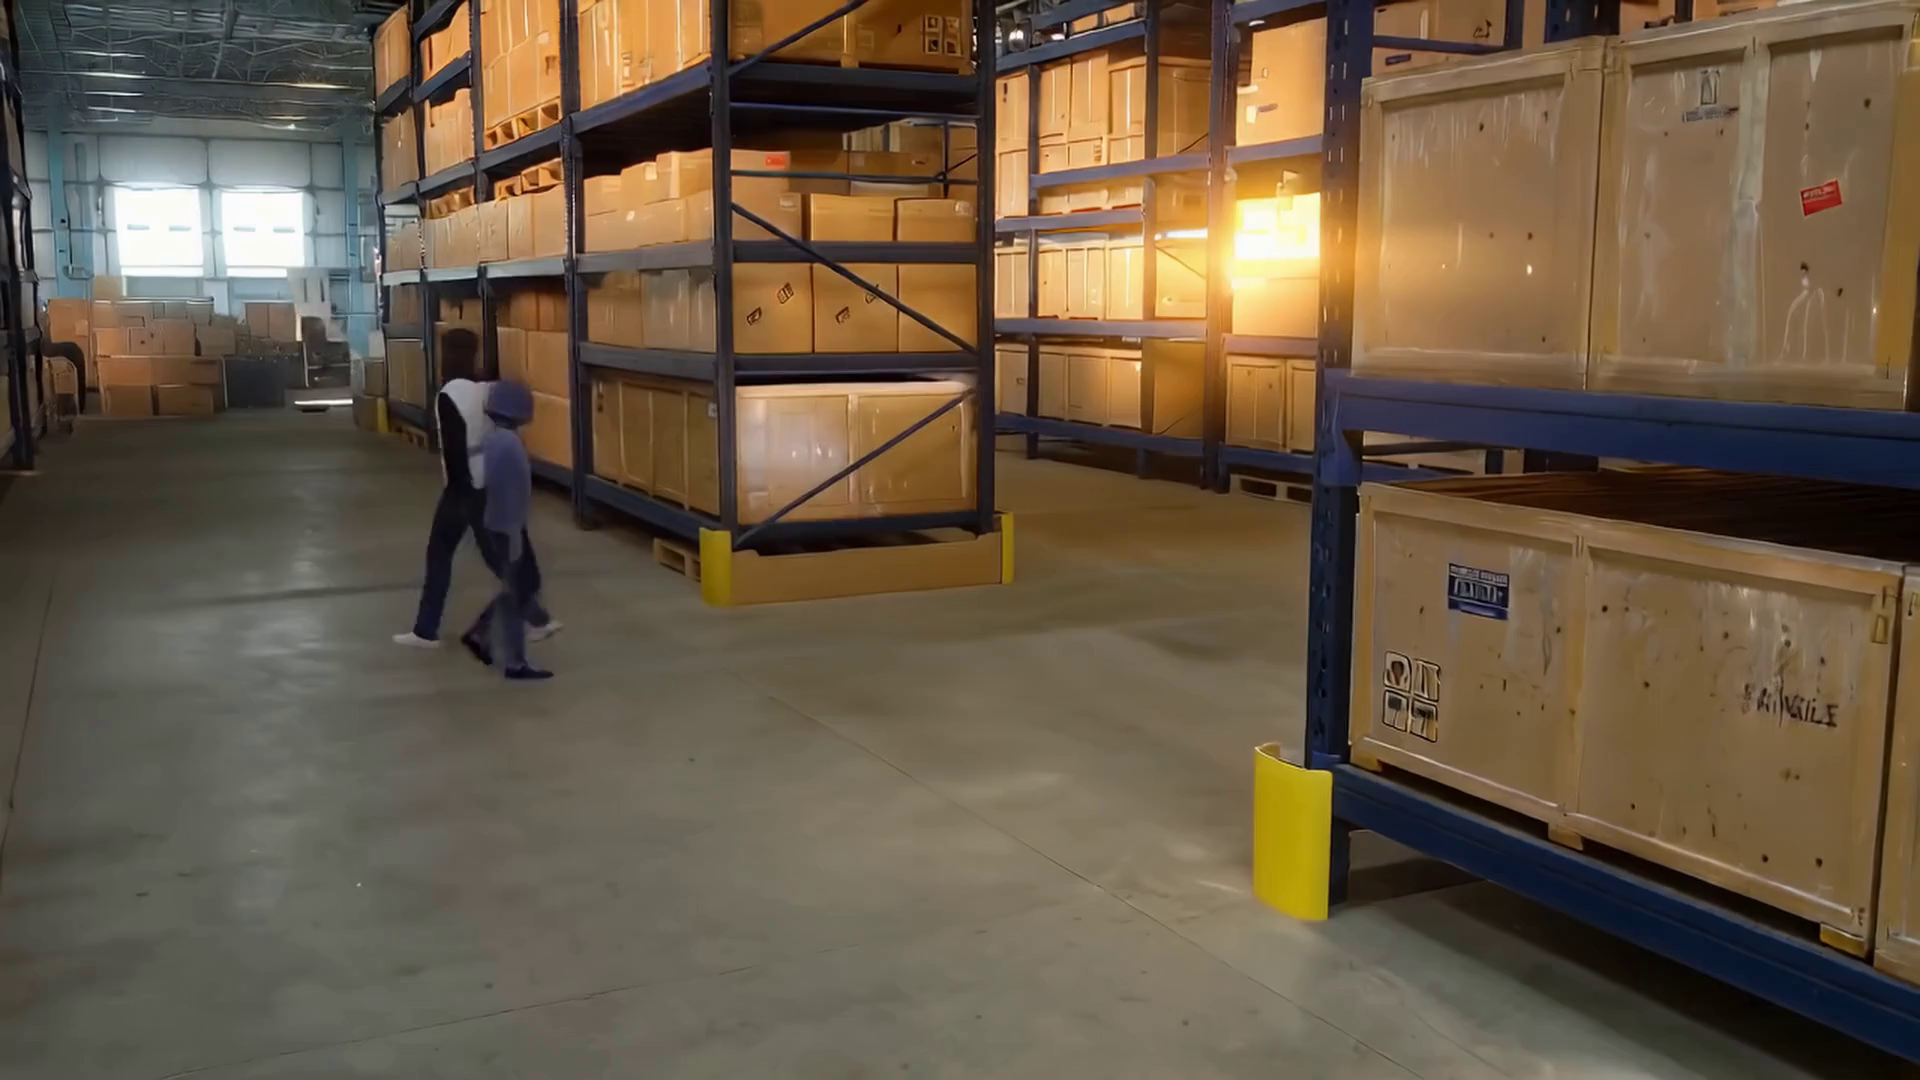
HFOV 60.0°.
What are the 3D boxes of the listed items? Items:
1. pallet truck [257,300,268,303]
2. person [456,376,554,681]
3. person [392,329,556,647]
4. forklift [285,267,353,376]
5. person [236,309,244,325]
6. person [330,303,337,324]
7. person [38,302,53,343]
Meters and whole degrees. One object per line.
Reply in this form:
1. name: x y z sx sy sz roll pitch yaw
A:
1. pallet truck: -23.913 -7.404 58.171 1.885 1.965 0.823 -1 8 -9
2. person: -2.390 -0.052 8.751 0.415 1.618 0.523 -3 9 -17
3. person: -2.811 -0.291 9.629 0.959 1.861 0.640 2 8 11
4. forklift: -16.532 -5.490 41.948 1.129 2.768 1.873 5 10 31
5. person: -27.173 -7.896 62.795 0.309 1.639 0.514 -4 9 -25
6. person: -21.060 -6.980 55.527 0.627 1.912 0.691 6 10 36
7. person: -26.135 -5.817 47.434 0.631 1.940 0.372 1 8 4
